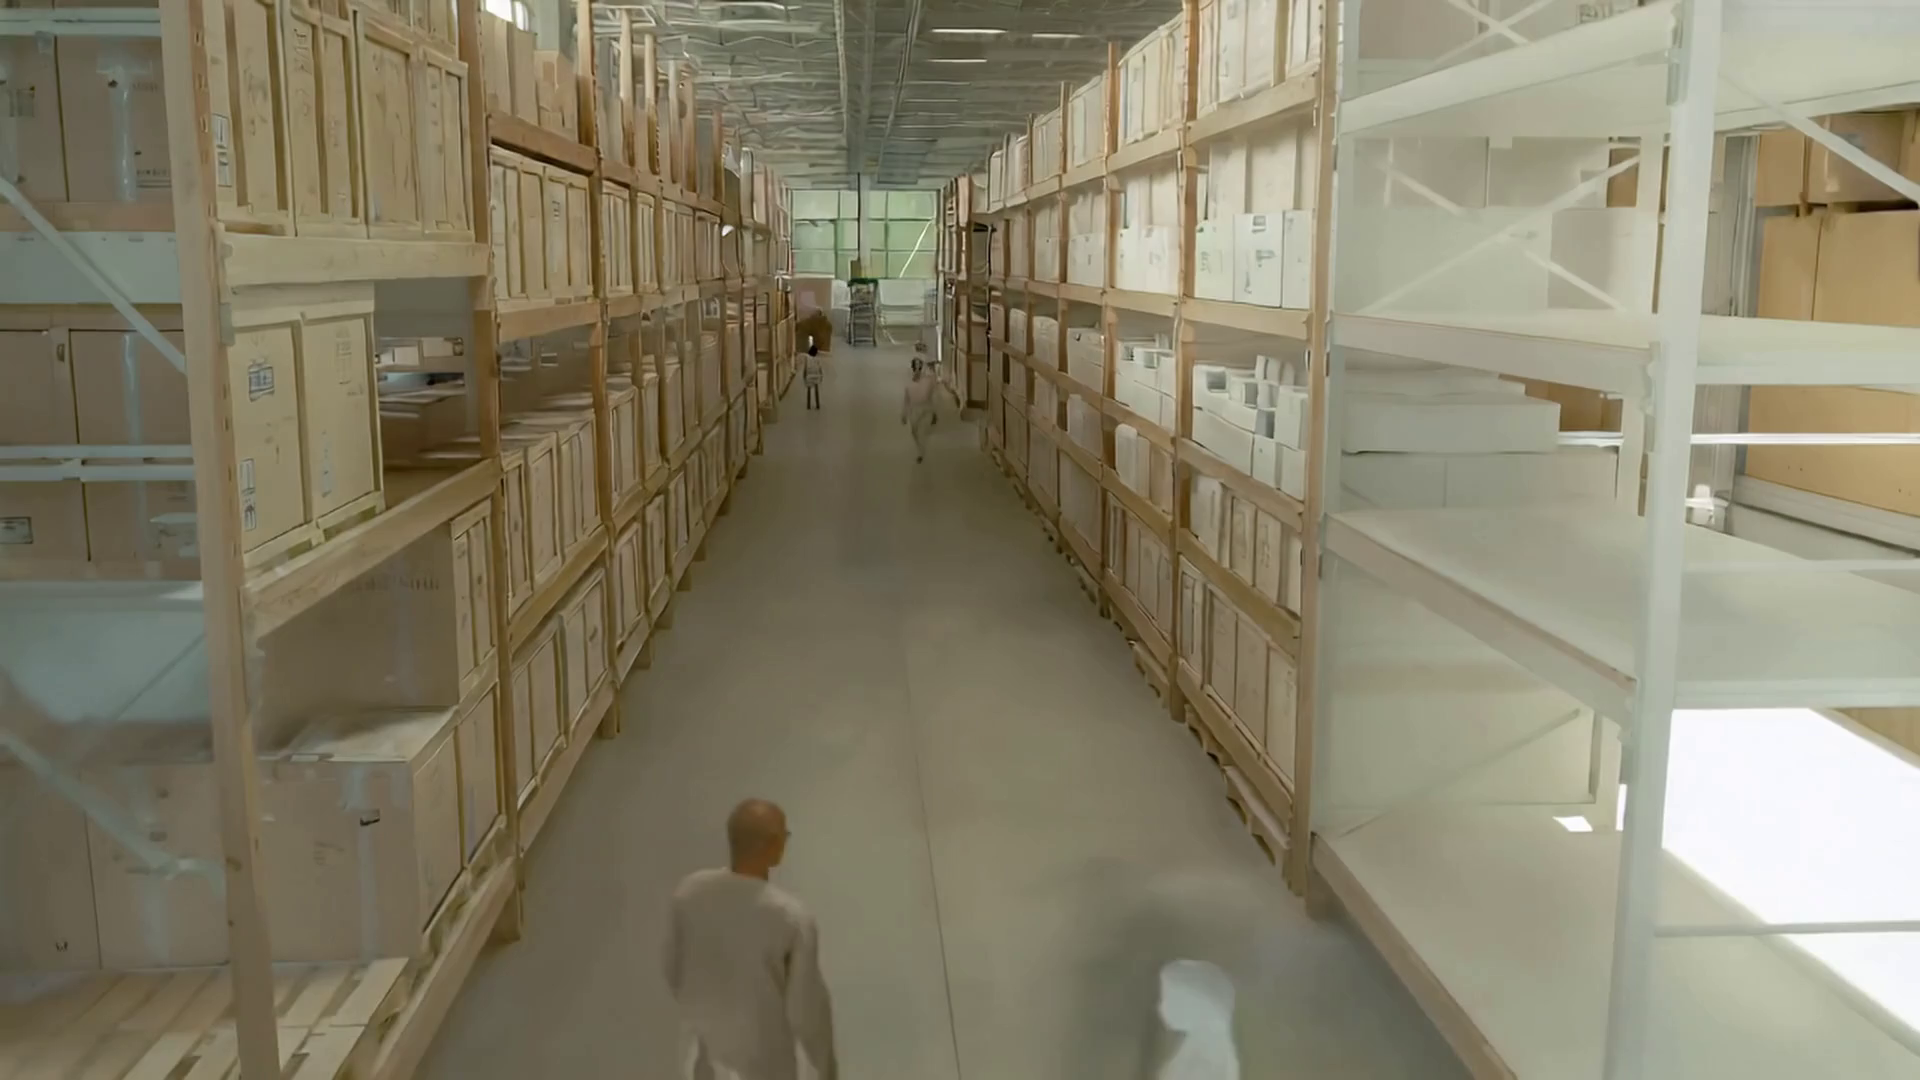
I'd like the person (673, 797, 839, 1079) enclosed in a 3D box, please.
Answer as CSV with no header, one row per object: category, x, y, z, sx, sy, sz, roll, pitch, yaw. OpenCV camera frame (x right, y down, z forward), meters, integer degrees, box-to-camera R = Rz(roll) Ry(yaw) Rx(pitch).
person,-0.683,1.865,6.212,0.649,1.908,0.813,7,12,37

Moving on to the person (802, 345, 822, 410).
person,-3.823,-4.214,43.163,0.530,1.697,0.321,3,10,15

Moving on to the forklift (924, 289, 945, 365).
forklift,-0.777,-7.965,62.048,1.129,2.768,1.873,1,10,4

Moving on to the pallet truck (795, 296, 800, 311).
pallet truck,-8.622,-12.439,91.403,1.885,1.965,0.823,2,10,13

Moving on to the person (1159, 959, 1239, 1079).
person,0.742,2.144,5.512,0.894,1.585,0.525,3,10,15

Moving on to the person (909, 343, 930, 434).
person,-0.901,-3.396,37.279,0.391,2.033,0.605,-5,11,-27

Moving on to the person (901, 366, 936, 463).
person,-0.789,-2.443,32.110,0.658,1.865,0.975,2,10,13

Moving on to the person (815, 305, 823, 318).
person,-6.325,-9.419,73.595,0.549,1.925,0.630,-4,11,-25
